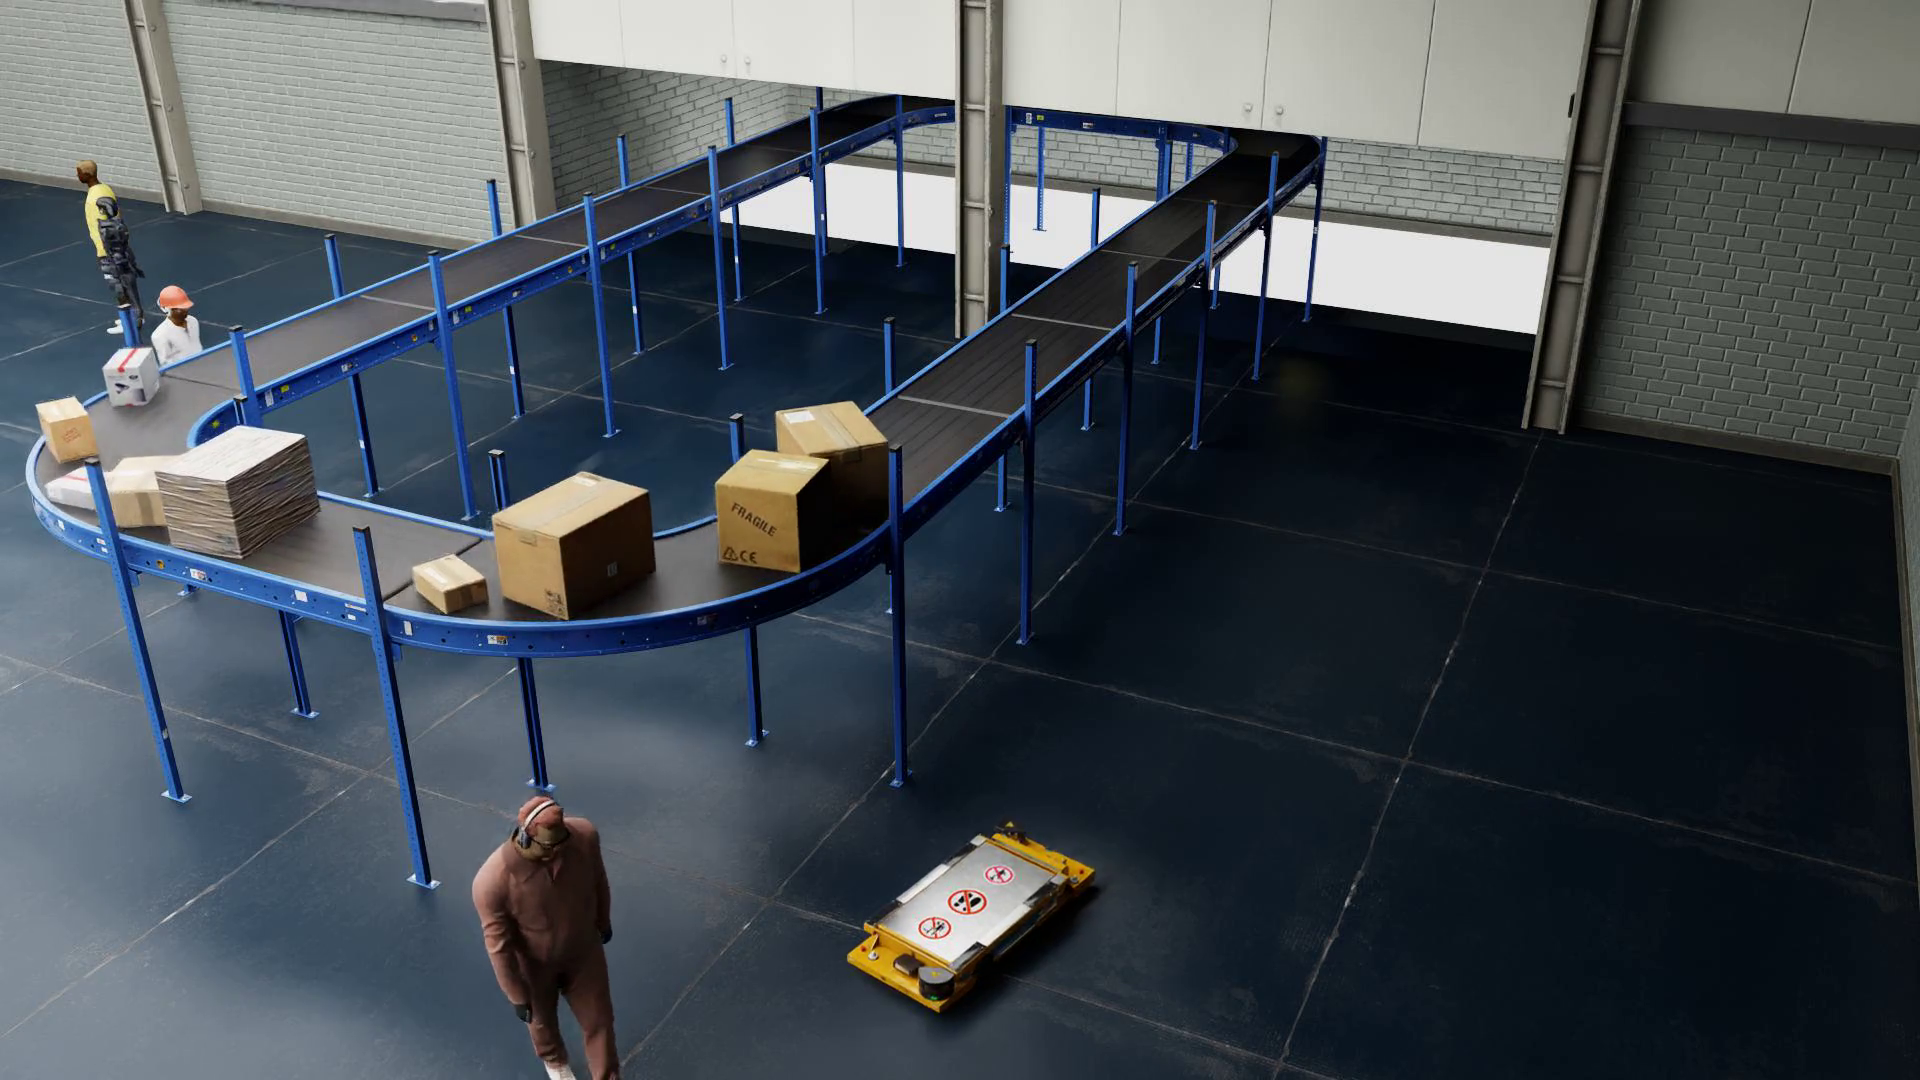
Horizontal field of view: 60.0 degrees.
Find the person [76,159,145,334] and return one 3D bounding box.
[{"bbox_3d":[-9.253,-3.195,18.096,0.376,1.893,0.538,-6,27,-12],"label":"person"}]

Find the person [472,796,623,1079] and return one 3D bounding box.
[{"bbox_3d":[-1.841,1.967,7.722,0.662,1.857,0.856,-19,32,-33],"label":"person"}]

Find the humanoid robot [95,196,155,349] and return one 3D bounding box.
[{"bbox_3d":[-8.814,-2.835,17.604,0.383,1.652,0.611,-3,27,-5],"label":"humanoid robot"}]

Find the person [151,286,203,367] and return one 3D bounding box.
[{"bbox_3d":[-6.751,-1.388,14.600,0.338,1.752,0.563,5,27,9],"label":"person"}]

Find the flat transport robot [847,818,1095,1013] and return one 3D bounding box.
[{"bbox_3d":[0.086,2.068,9.308,0.659,0.231,1.431,19,32,34],"label":"flat transport robot"}]
